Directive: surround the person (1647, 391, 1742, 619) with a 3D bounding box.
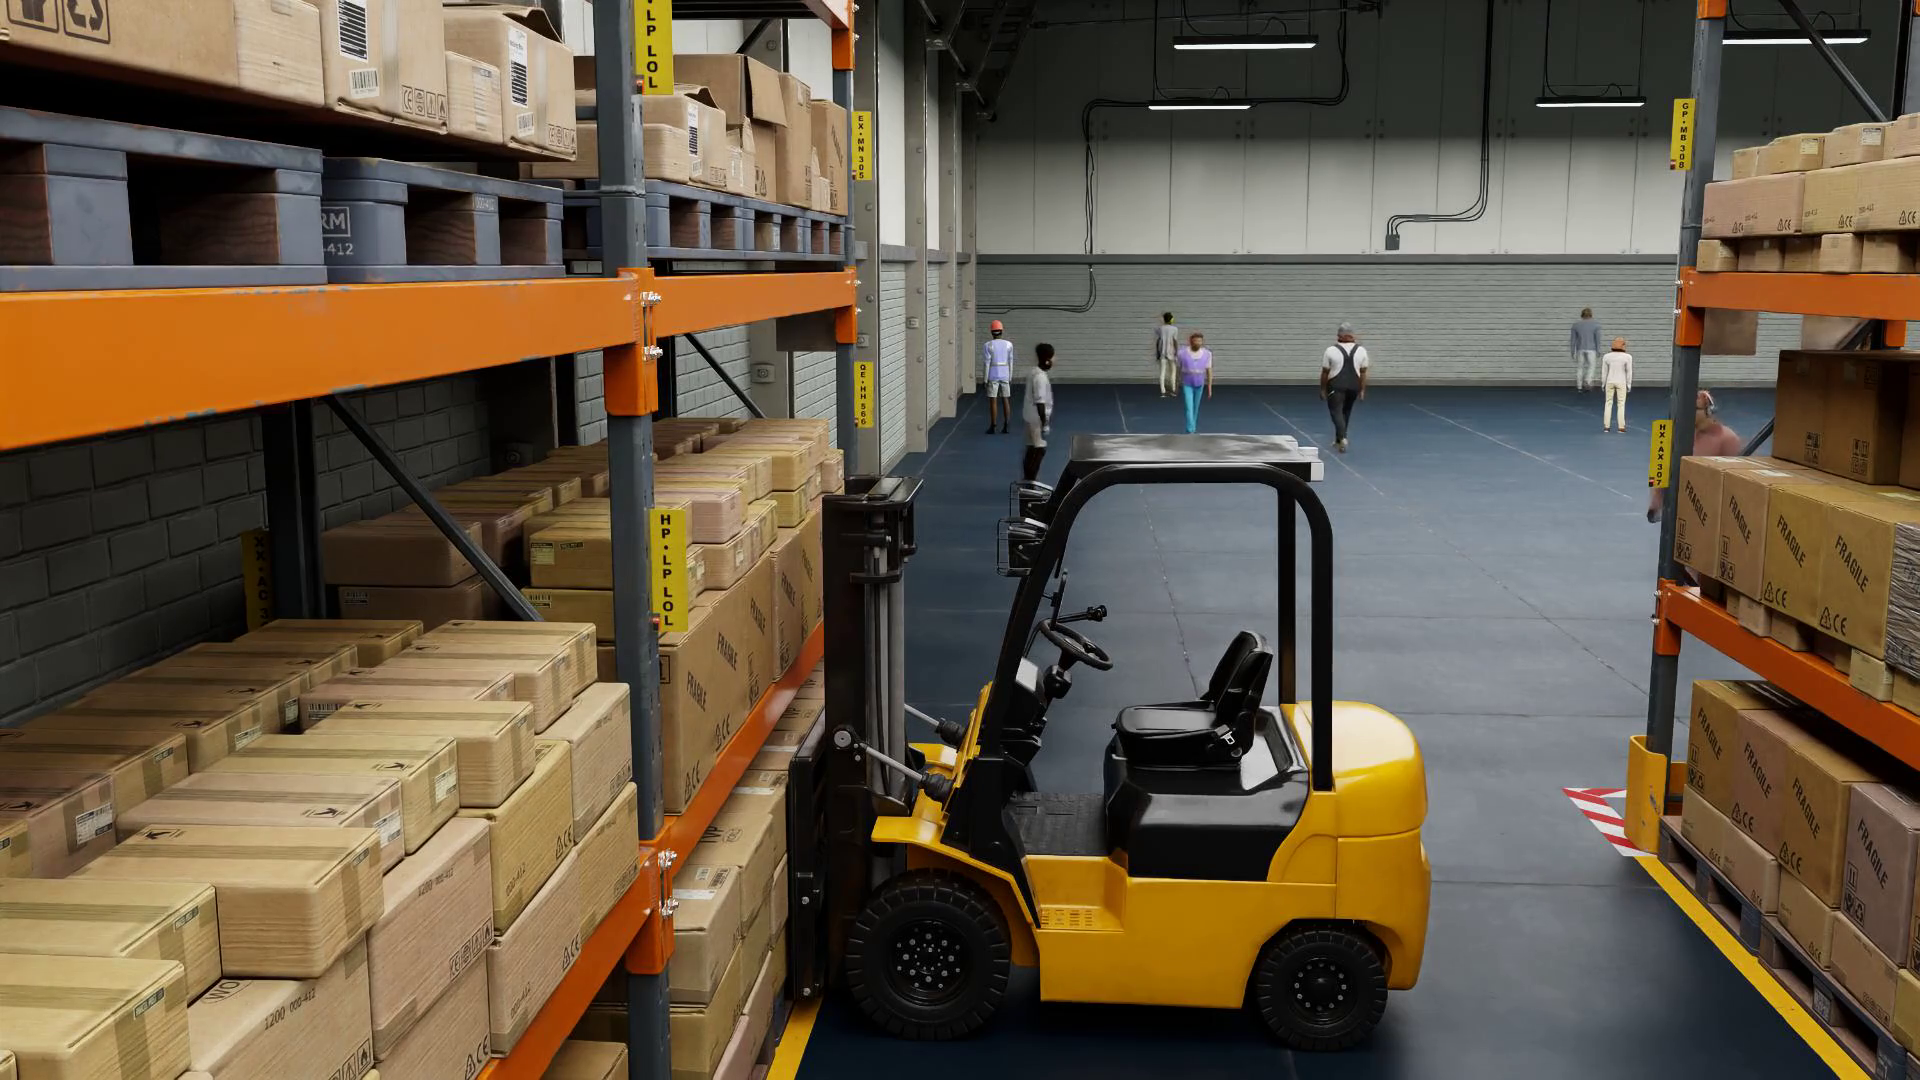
[{"bbox_3d":[5.994,-0.295,13.608,1.012,1.858,0.664,-6,11,-32],"label":"person"}]

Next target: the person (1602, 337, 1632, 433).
[{"bbox_3d":[11.294,-2.664,28.613,0.498,1.634,0.284,7,12,38],"label":"person"}]

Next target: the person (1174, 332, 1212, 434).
[{"bbox_3d":[3.824,-2.504,27.199,0.576,1.773,1.038,-1,9,-4],"label":"person"}]

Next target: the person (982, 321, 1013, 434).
[{"bbox_3d":[0.632,-2.761,28.302,0.542,1.931,0.376,-4,10,-21],"label":"person"}]

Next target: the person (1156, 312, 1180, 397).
[{"bbox_3d":[4.589,-4.065,36.475,0.554,1.838,0.859,5,10,26],"label":"person"}]

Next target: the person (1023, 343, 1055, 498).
[{"bbox_3d":[0.959,-1.498,20.698,0.391,1.929,0.783,-1,9,-5],"label":"person"}]

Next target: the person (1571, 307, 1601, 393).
[{"bbox_3d":[14.086,-4.270,37.440,0.646,1.937,0.405,5,11,29],"label":"person"}]

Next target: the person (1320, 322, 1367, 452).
[{"bbox_3d":[5.941,-2.398,25.773,0.683,2.000,0.966,-1,9,-7],"label":"person"}]
